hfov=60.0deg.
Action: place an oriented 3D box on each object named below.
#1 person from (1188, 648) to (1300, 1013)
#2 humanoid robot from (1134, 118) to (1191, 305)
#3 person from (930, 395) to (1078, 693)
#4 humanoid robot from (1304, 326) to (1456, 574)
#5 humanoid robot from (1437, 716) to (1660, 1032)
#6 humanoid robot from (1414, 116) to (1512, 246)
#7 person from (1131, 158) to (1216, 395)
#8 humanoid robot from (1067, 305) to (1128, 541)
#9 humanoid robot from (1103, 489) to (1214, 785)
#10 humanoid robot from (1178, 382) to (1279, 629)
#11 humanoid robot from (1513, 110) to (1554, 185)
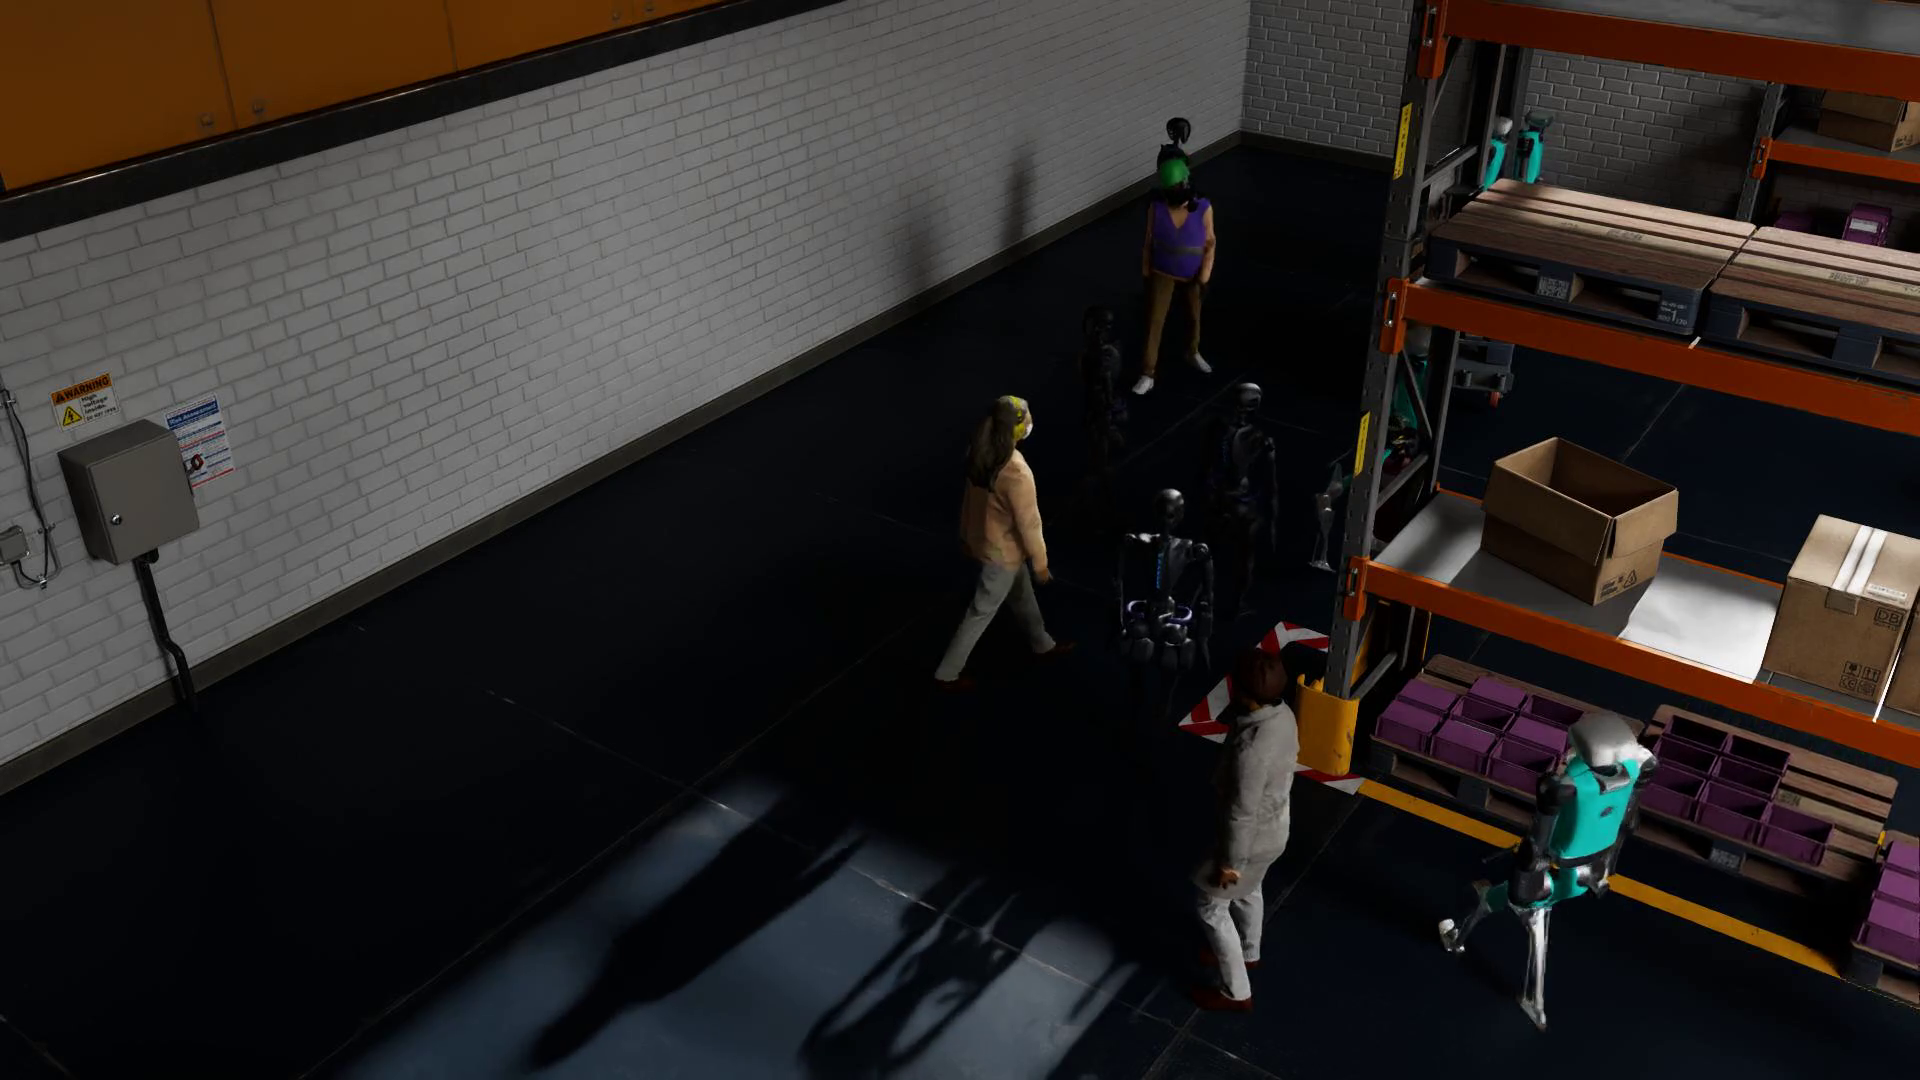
[{"bbox_3d":[1.242,1.275,7.280,0.385,1.819,0.524,13,33,22],"label":"person"},{"bbox_3d":[1.769,-2.888,14.647,0.460,1.646,0.590,-5,30,-9],"label":"humanoid robot"},{"bbox_3d":[0.246,0.027,9.444,1.005,1.823,0.570,-13,33,-22],"label":"person"},{"bbox_3d":[2.548,-0.454,10.418,1.048,1.777,0.532,-9,31,-16],"label":"humanoid robot"},{"bbox_3d":[2.462,1.356,7.274,0.574,1.808,0.945,-10,32,-17],"label":"humanoid robot"},{"bbox_3d":[4.321,-2.884,14.598,1.060,1.733,0.544,16,34,26],"label":"humanoid robot"},{"bbox_3d":[1.748,-2.110,13.106,0.617,1.874,0.830,4,30,7],"label":"person"},{"bbox_3d":[0.919,-0.787,11.003,0.549,1.634,0.589,-5,30,-8],"label":"humanoid robot"},{"bbox_3d":[1.052,0.482,8.805,0.588,1.637,0.567,8,31,13],"label":"humanoid robot"},{"bbox_3d":[1.625,-0.188,9.971,0.621,1.632,0.609,-24,38,-36],"label":"humanoid robot"},{"bbox_3d":[5.053,-2.783,14.437,0.665,1.839,0.552,14,33,23],"label":"humanoid robot"}]
